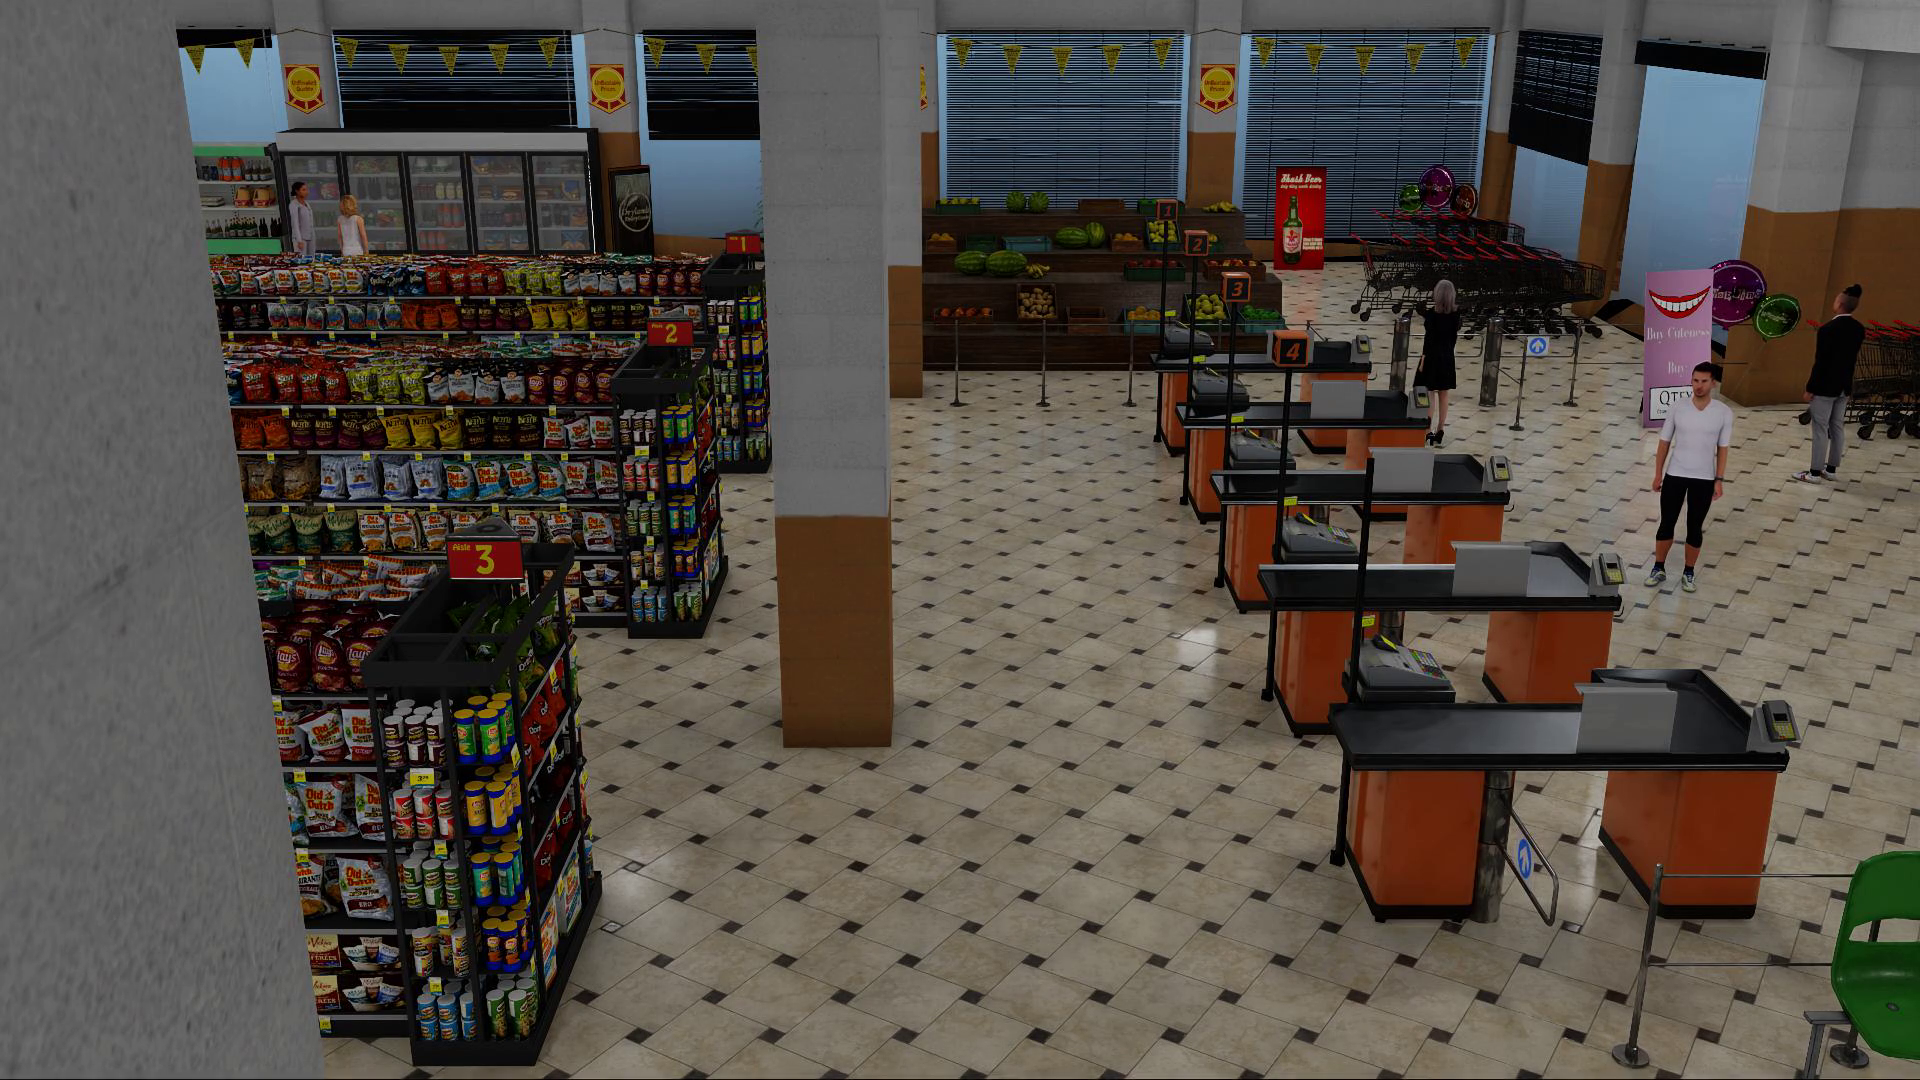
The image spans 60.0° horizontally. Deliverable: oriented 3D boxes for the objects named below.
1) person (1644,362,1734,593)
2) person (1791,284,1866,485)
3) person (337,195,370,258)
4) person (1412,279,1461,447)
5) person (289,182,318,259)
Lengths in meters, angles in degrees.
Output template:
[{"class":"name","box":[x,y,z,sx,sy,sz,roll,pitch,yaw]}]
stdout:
[{"class":"person","box":[5.832,-0.517,13.281,0.664,1.851,0.812,9,21,26]},{"class":"person","box":[8.451,-1.516,16.091,0.689,1.949,0.845,-8,20,-22]},{"class":"person","box":[-9.052,-4.307,24.804,0.544,1.670,0.706,4,19,11]},{"class":"person","box":[5.009,-1.868,17.452,0.631,1.746,0.748,-8,20,-22]},{"class":"person","box":[-10.208,-4.688,25.834,0.616,1.735,0.665,4,19,10]}]
